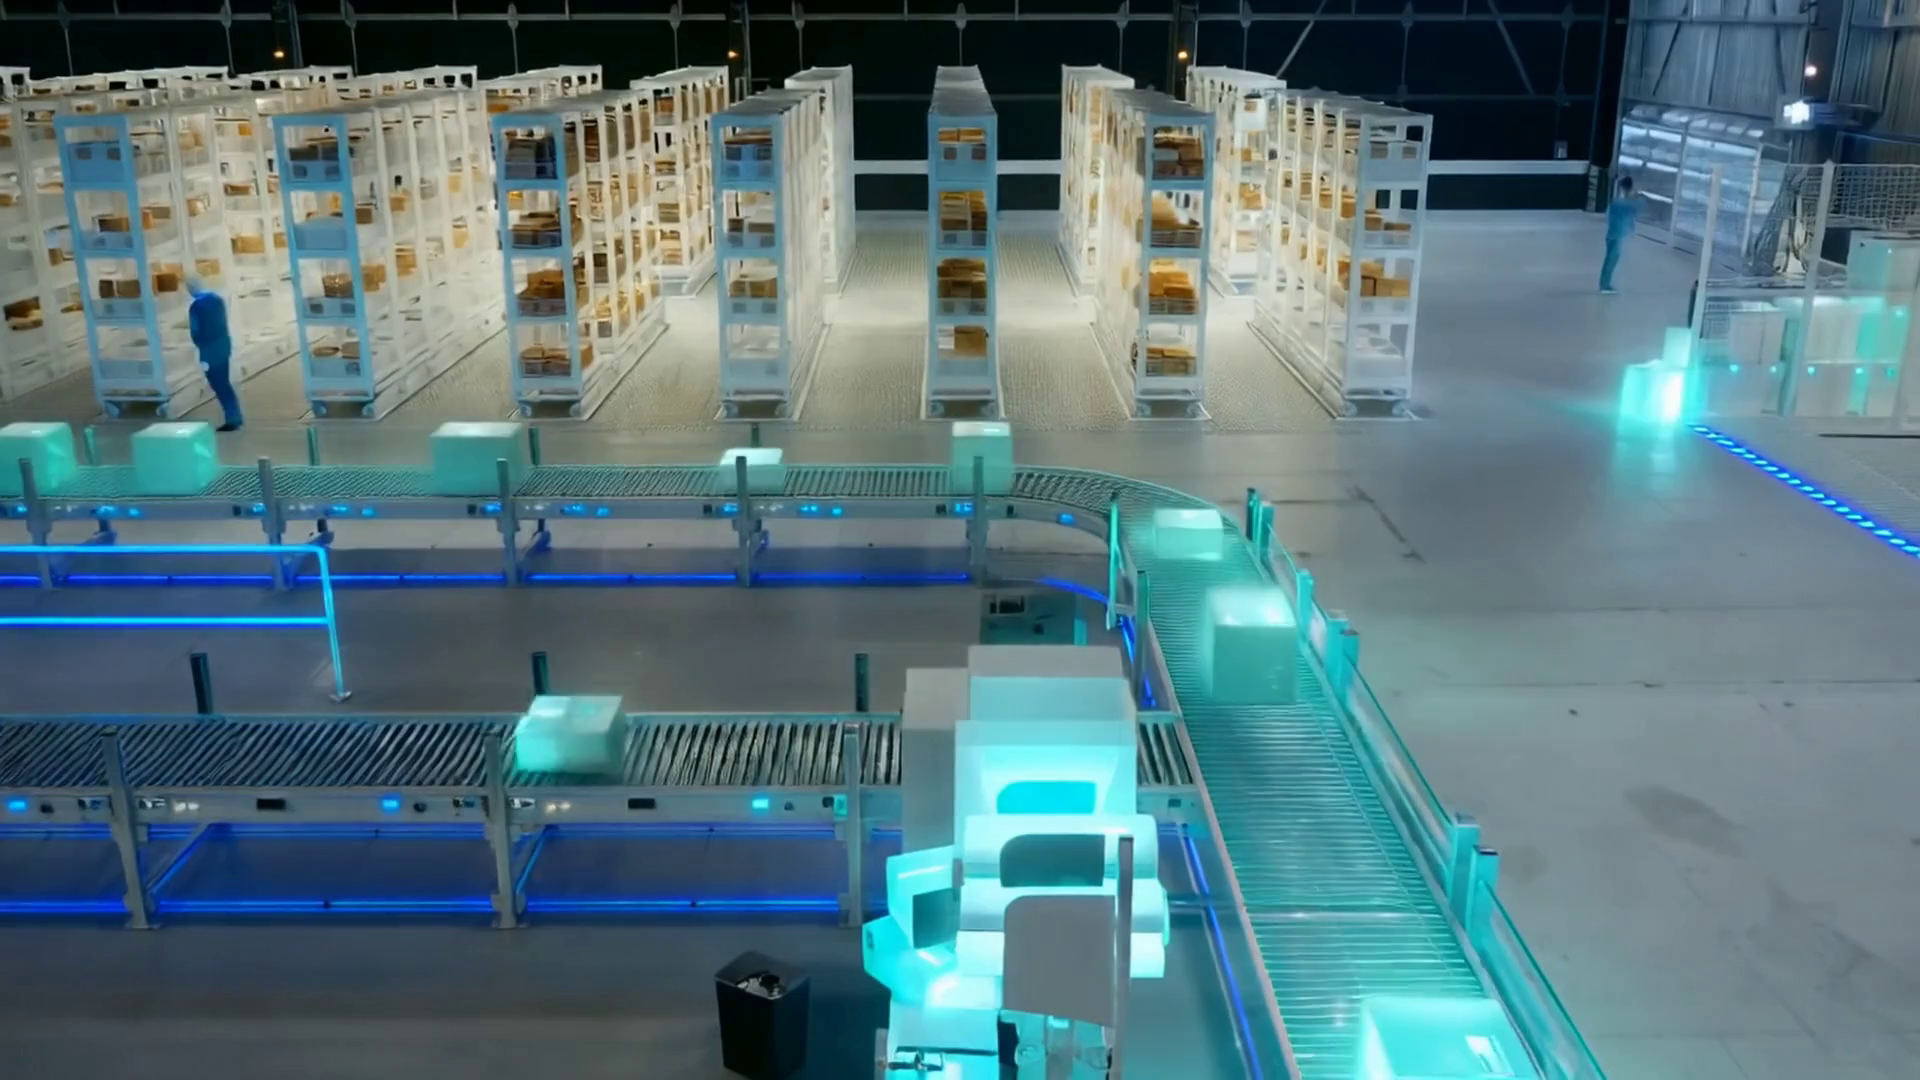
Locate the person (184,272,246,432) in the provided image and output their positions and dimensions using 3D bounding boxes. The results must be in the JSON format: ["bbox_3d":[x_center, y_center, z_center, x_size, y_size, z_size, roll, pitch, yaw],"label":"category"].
[{"bbox_3d":[-8.659,-2.175,19.324,0.495,1.875,0.655,-1,18,-3],"label":"person"}]

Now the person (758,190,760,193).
[{"bbox_3d":[-4.292,-7.539,35.915,0.532,1.811,0.633,-4,18,-11],"label":"person"}]

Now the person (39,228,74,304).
[{"bbox_3d":[-14.201,-4.314,25.979,0.838,1.820,0.570,-7,19,-19],"label":"person"}]

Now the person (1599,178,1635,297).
[{"bbox_3d":[11.161,-5.136,28.259,0.406,1.987,0.608,3,18,10],"label":"person"}]
